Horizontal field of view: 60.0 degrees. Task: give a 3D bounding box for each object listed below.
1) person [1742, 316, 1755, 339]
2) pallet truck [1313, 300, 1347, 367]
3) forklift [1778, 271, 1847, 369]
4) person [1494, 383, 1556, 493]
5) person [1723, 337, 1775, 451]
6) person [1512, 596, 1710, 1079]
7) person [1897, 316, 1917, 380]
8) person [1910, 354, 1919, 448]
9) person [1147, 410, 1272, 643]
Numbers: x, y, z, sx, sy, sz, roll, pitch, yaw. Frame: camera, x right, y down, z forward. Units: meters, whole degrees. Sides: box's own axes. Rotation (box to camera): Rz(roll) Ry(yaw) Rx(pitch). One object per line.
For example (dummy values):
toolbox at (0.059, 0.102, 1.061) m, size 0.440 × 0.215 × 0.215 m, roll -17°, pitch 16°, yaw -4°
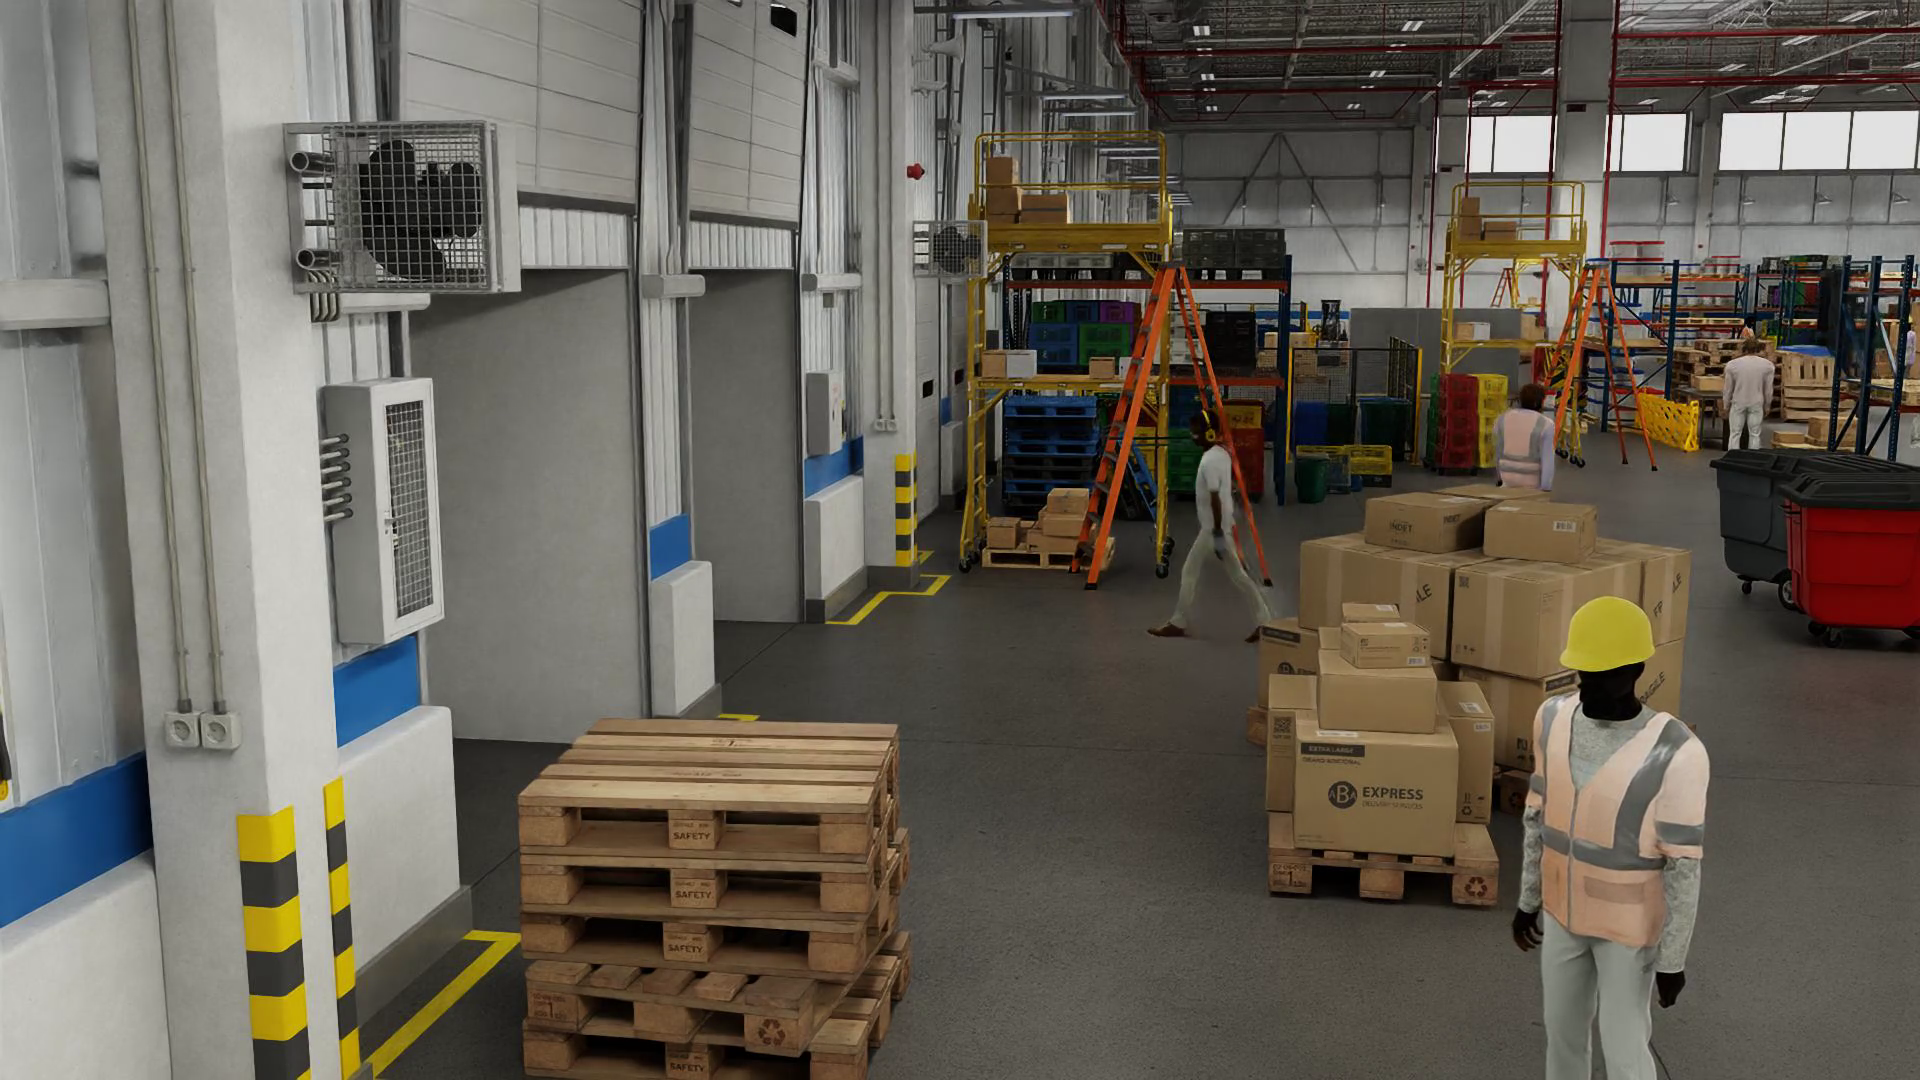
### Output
person at (19.977, -4.835, 42.221) m, size 0.322 × 1.697 × 0.531 m, roll 7°, pitch 12°, yaw 39°
pallet truck at (11.159, -6.200, 49.718) m, size 0.823 × 1.965 × 1.885 m, roll 4°, pitch 10°, yaw 26°
forklift at (20.019, -4.798, 38.359) m, size 1.873 × 2.768 × 1.129 m, roll 1°, pitch 9°, yaw 9°
person at (5.215, -0.553, 15.452) m, size 0.732 × 1.822 × 0.637 m, roll -8°, pitch 12°, yaw -42°
person at (10.926, -1.848, 23.095) m, size 0.629 × 1.932 × 0.366 m, roll 4°, pitch 10°, yaw 21°
person at (1.889, 1.105, 4.923) m, size 0.393 × 1.918 × 0.589 m, roll -5°, pitch 10°, yaw -28°
person at (19.582, -3.687, 34.470) m, size 0.382 × 1.917 × 0.585 m, roll 5°, pitch 11°, yaw 30°
person at (15.520, -2.338, 26.718) m, size 0.323 × 1.736 × 0.488 m, roll 4°, pitch 10°, yaw 25°
person at (1.974, -0.095, 12.675) m, size 1.008 × 1.810 × 0.528 m, roll 5°, pitch 10°, yaw 27°
